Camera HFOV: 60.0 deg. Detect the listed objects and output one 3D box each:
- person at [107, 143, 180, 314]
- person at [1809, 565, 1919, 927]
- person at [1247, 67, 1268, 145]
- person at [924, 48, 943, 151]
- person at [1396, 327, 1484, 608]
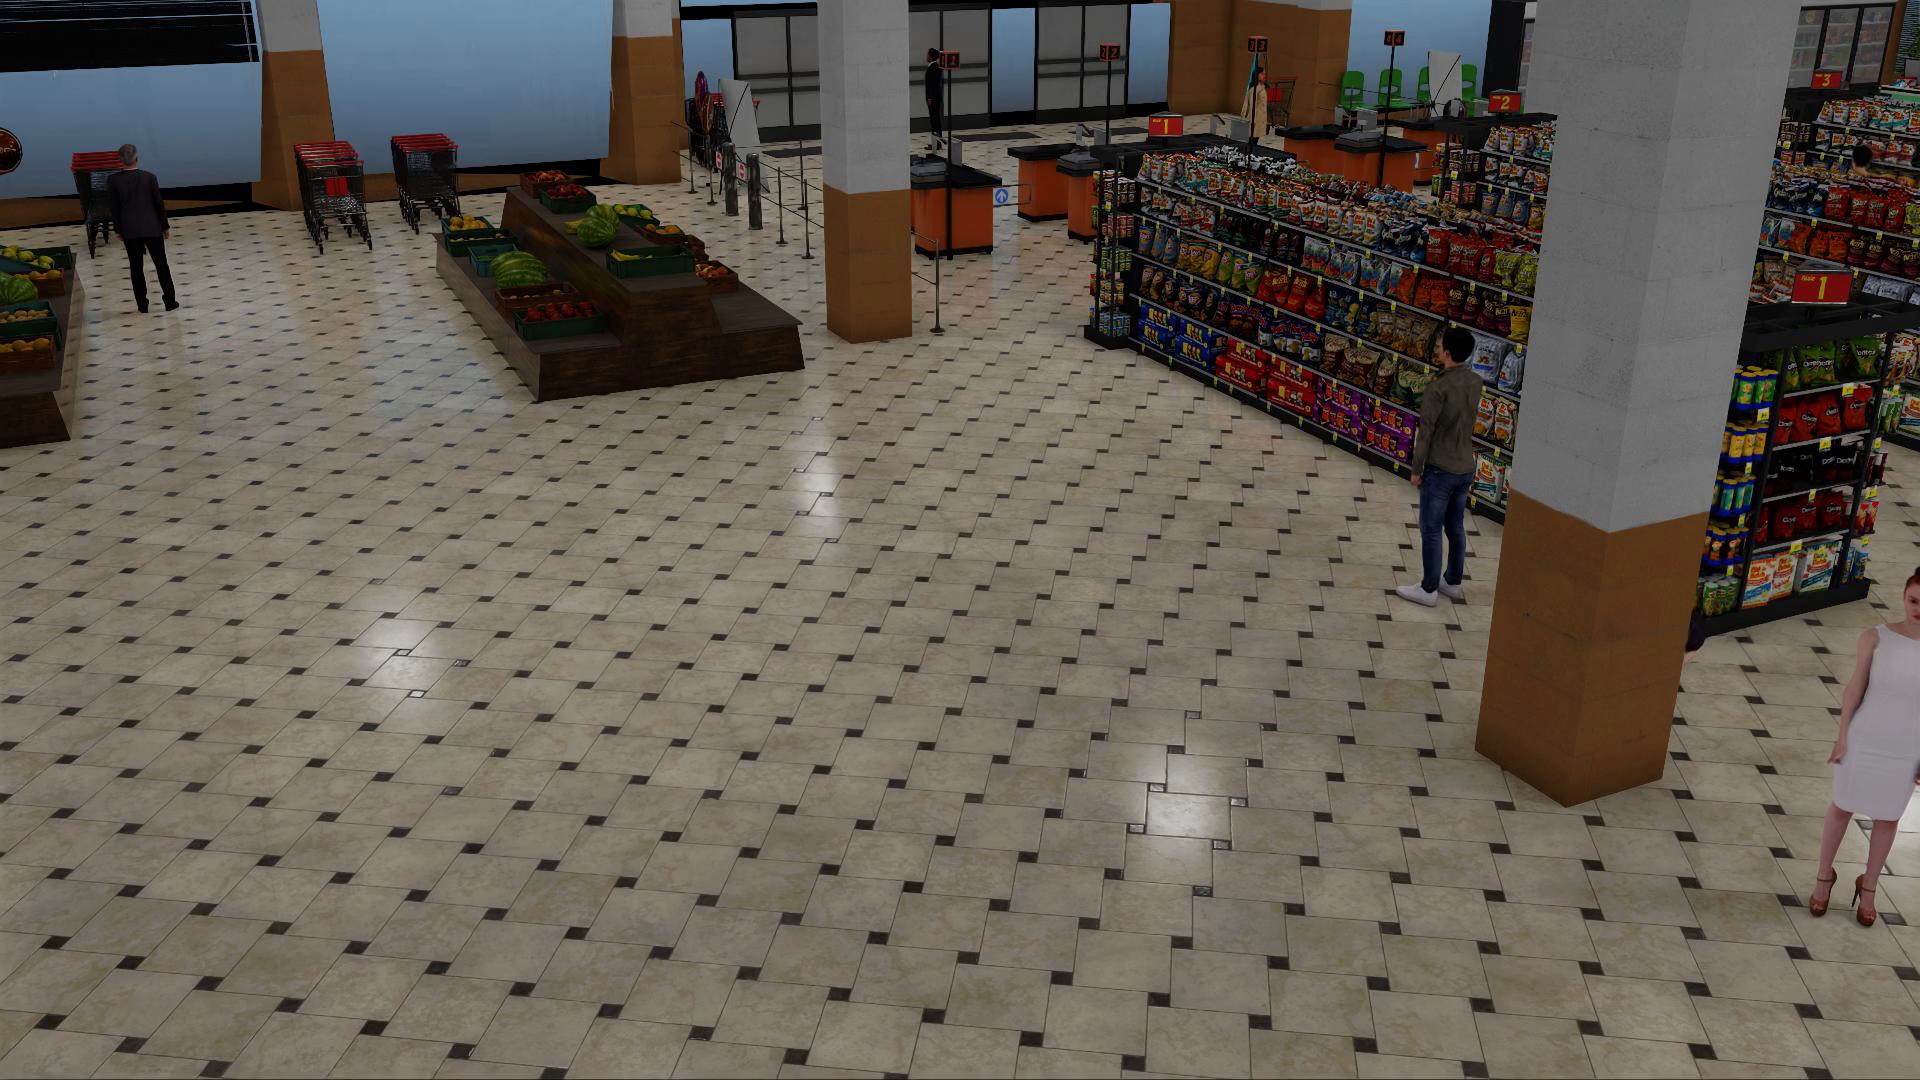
[{"bbox_3d":[-9.024,-3.439,18.329,0.727,1.840,0.576,-9,24,-21],"label":"person"},{"bbox_3d":[4.171,0.937,7.504,0.616,1.791,0.696,10,24,23],"label":"person"},{"bbox_3d":[4.757,-6.762,26.808,0.734,1.682,0.709,11,24,25],"label":"person"},{"bbox_3d":[-0.455,-7.731,29.164,0.764,1.724,0.676,5,23,13],"label":"person"},{"bbox_3d":[3.207,-0.472,10.914,0.732,1.863,0.636,-15,26,-33],"label":"person"}]
